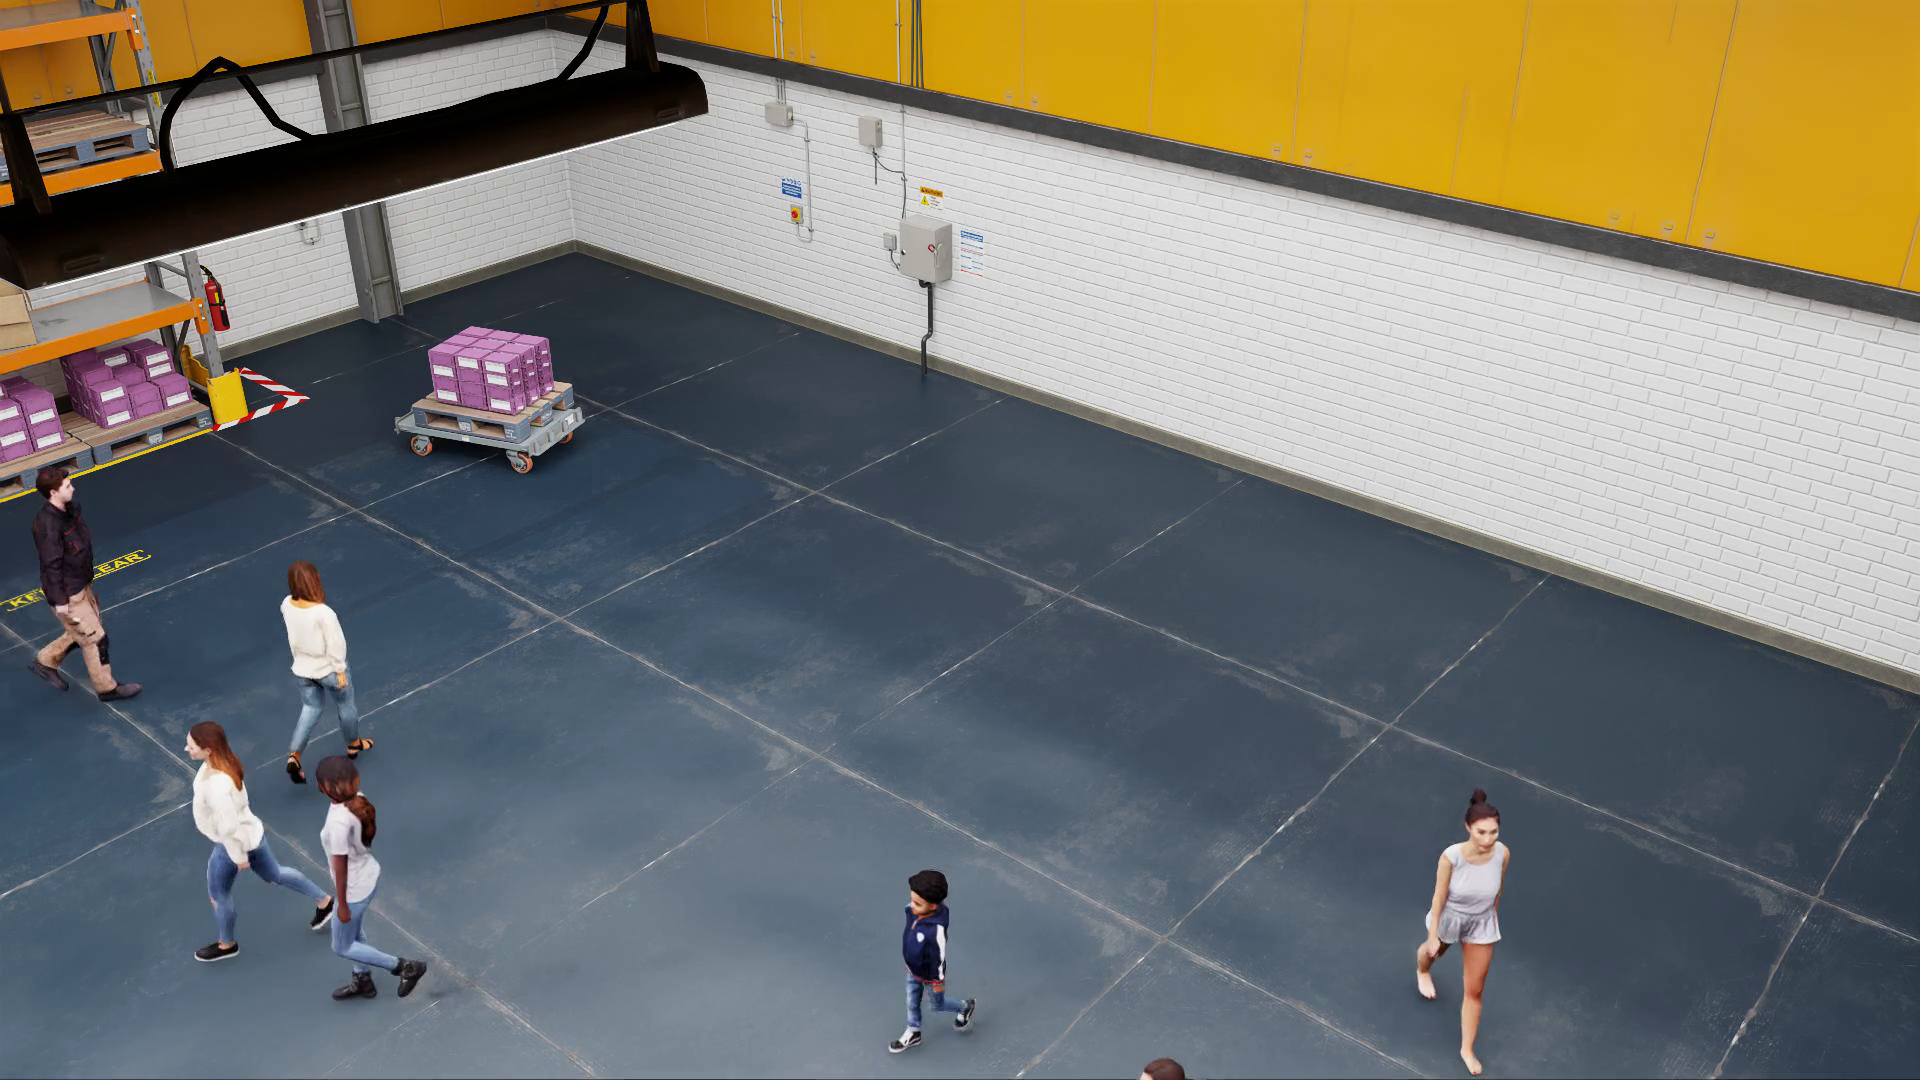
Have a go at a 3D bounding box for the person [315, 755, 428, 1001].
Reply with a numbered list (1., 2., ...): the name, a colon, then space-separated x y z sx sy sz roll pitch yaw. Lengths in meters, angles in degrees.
1. person: -3.398 1.970 9.483 0.947 1.709 0.879 -6 29 -11

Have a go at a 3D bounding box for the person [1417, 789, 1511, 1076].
1. person: 2.803 2.107 9.385 1.040 1.562 1.119 -2 29 -3

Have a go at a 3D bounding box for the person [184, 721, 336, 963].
1. person: -4.214 1.770 9.905 1.182 1.656 1.024 -7 29 -13

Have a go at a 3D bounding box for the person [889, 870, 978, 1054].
1. person: -0.148 2.347 9.315 0.833 1.209 0.663 -16 32 -27

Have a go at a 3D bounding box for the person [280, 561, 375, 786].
1. person: -4.462 0.932 11.438 0.815 1.659 1.061 11 31 19

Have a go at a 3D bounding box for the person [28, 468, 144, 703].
1. person: -6.621 0.371 12.217 1.163 1.898 1.064 -5 29 -9
